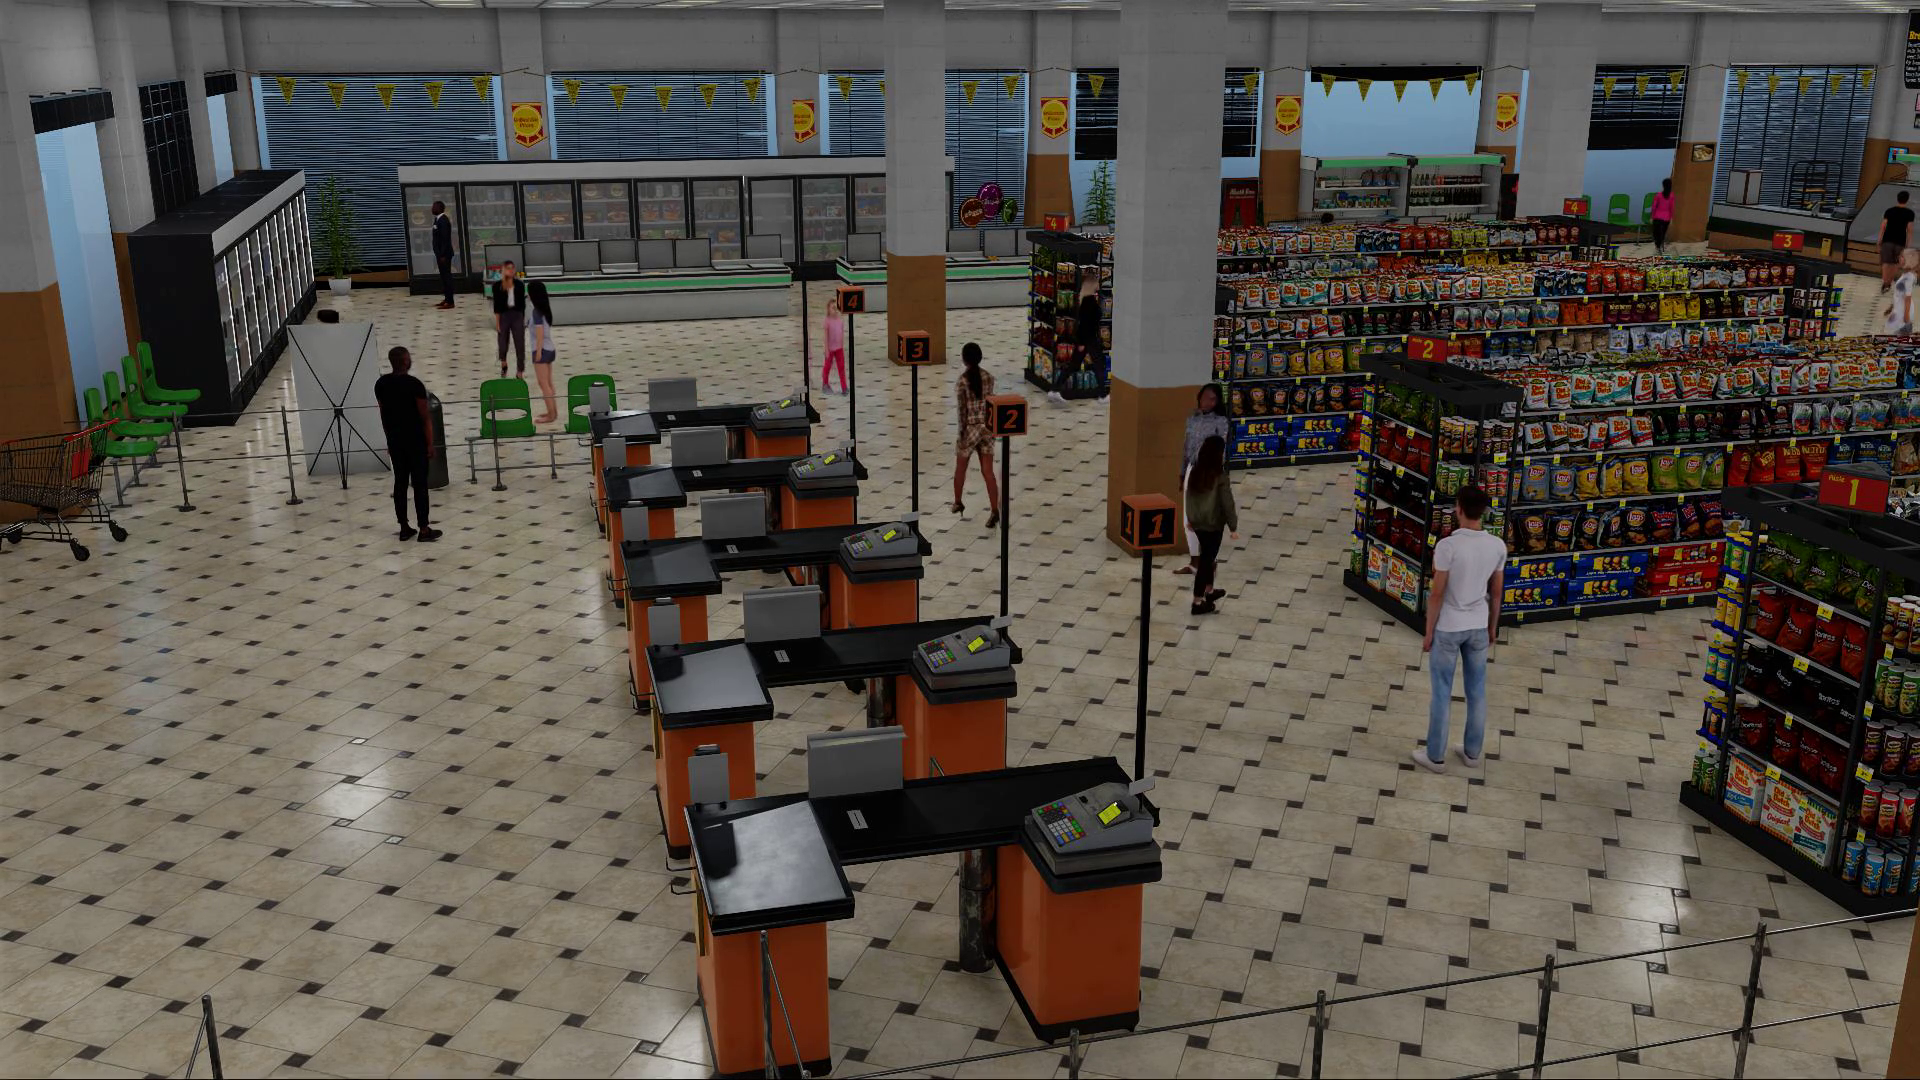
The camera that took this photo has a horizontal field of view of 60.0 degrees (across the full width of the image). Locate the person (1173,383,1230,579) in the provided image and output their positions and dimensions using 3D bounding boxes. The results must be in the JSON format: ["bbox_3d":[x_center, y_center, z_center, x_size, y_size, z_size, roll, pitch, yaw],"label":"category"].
[{"bbox_3d":[2.088,-0.503,14.279,0.687,1.706,0.715,-10,20,-30],"label":"person"}]

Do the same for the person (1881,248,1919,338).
[{"bbox_3d":[13.061,-3.111,22.872,1.079,1.704,1.053,11,20,31],"label":"person"}]

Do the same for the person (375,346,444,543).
[{"bbox_3d":[-5.101,-0.887,15.348,0.683,1.820,0.809,4,17,14],"label":"person"}]

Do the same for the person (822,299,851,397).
[{"bbox_3d":[-1.680,-2.494,21.641,0.899,1.239,0.756,-11,20,-33],"label":"person"}]

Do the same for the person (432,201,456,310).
[{"bbox_3d":[-8.879,-4.910,28.592,0.632,1.823,0.710,-6,18,-20],"label":"person"}]

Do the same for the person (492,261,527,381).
[{"bbox_3d":[-6.048,-2.903,22.283,0.927,1.649,0.761,-8,19,-25],"label":"person"}]

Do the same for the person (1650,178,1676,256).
[{"bbox_3d":[14.543,-6.609,34.455,1.100,1.667,0.958,3,17,9],"label":"person"}]

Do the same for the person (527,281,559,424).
[{"bbox_3d":[-5.063,-2.292,20.172,0.595,1.706,0.644,0,17,-1],"label":"person"}]

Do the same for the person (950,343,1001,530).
[{"bbox_3d":[0.208,-0.935,15.633,1.049,1.745,0.770,-8,19,-25],"label":"person"}]

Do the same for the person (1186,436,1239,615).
[{"bbox_3d":[1.950,-0.110,13.398,0.810,1.467,0.726,-11,20,-33],"label":"person"}]

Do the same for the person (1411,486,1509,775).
[{"bbox_3d":[3.170,0.566,10.510,0.446,1.851,0.697,-5,18,-15],"label":"person"}]

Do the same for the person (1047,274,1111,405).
[{"bbox_3d":[1.476,-2.471,20.874,1.168,1.641,0.715,-2,17,-6],"label":"person"}]

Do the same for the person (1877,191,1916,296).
[{"bbox_3d":[16.822,-5.339,29.983,1.218,1.835,1.191,7,18,21],"label":"person"}]
